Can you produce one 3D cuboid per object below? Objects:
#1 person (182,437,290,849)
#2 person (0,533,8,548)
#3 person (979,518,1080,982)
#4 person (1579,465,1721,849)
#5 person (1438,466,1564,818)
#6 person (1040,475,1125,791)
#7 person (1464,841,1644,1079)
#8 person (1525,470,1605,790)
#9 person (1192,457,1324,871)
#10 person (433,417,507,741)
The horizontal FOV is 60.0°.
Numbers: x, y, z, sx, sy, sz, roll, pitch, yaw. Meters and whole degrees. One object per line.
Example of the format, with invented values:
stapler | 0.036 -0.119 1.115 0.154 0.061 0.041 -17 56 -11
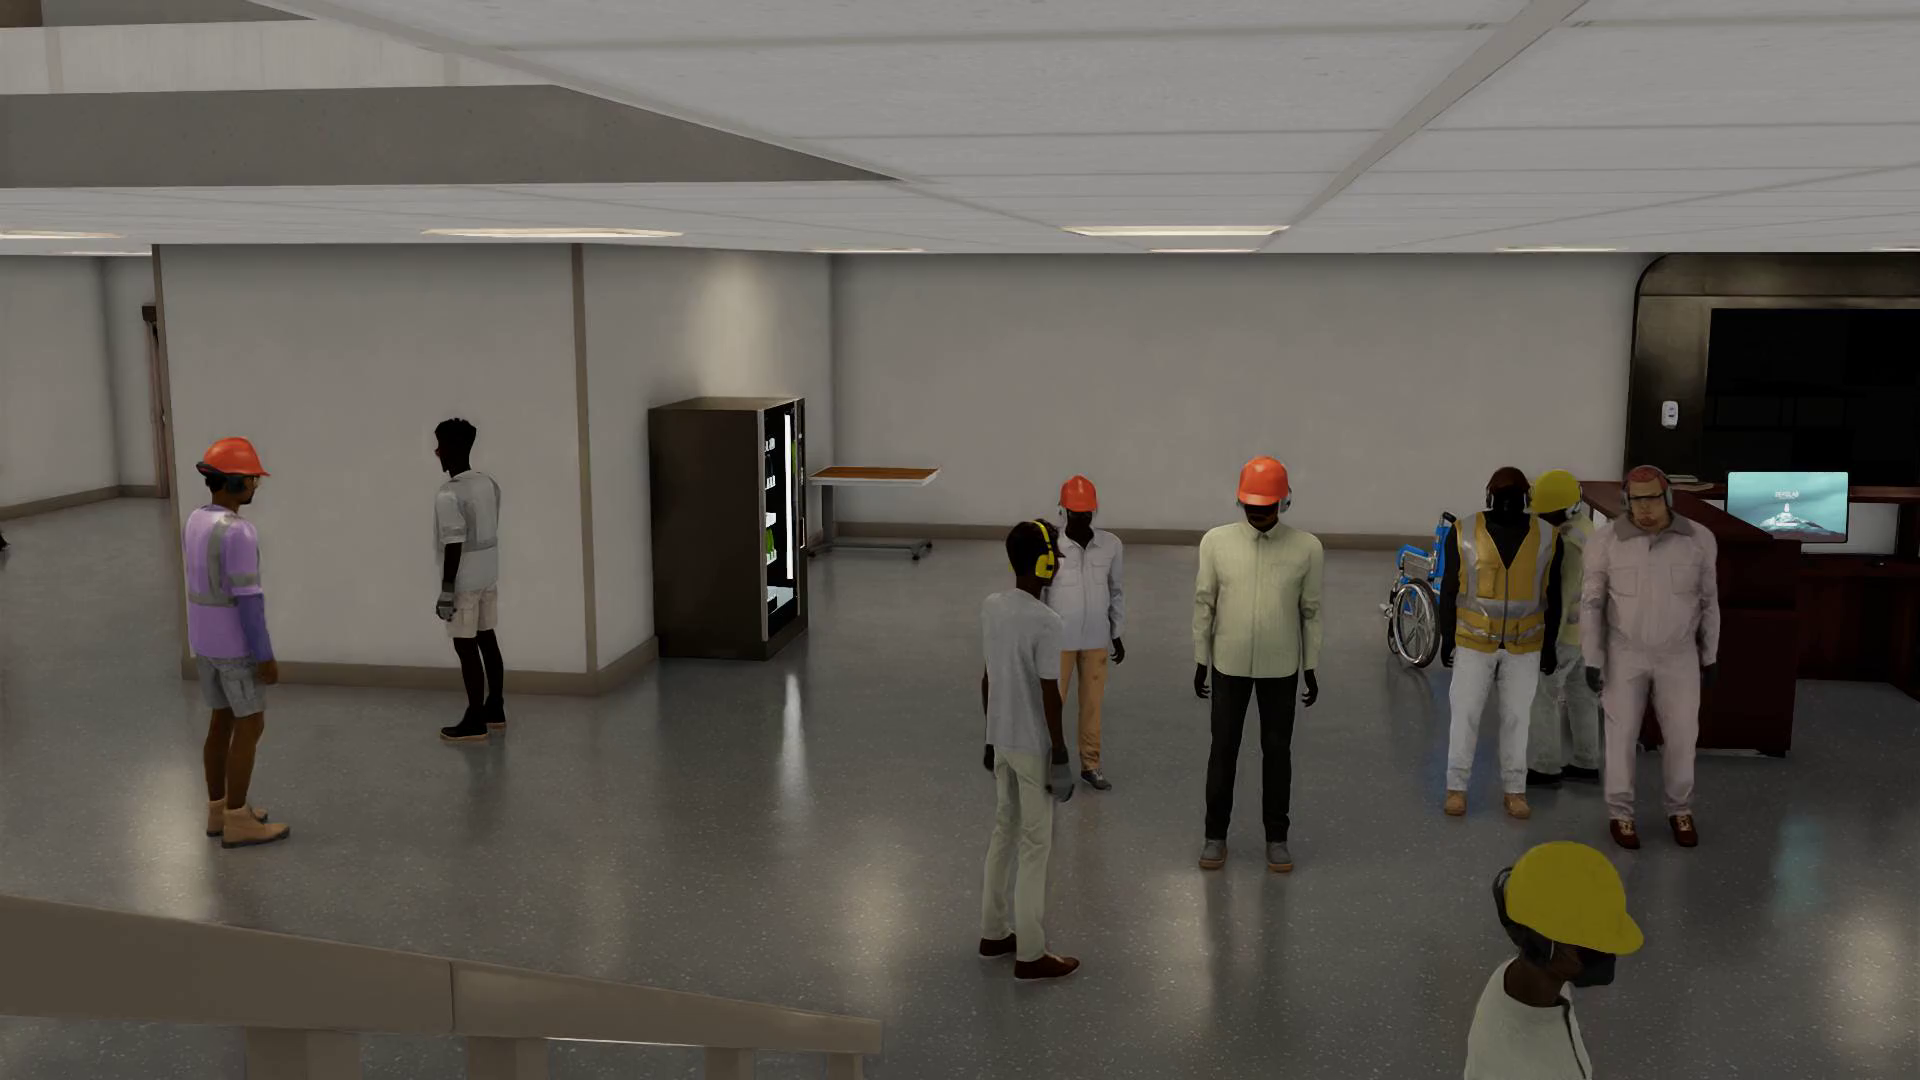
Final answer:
person | -3.604 0.501 8.286 0.620 2.031 0.430 9 13 44
person | -10.156 -0.801 16.865 1.018 1.861 0.614 2 9 13
person | 0.269 0.840 6.729 0.319 1.860 0.517 -6 11 -31
person | 3.414 0.575 8.247 0.664 1.892 0.456 3 10 17
person | 2.809 0.533 8.669 0.619 1.845 0.430 2 9 11
person | 0.639 0.515 9.046 0.575 1.749 0.336 -3 10 -17
person | 1.147 1.433 3.397 0.379 1.749 0.564 4 10 23
person | 3.299 0.492 9.082 0.432 1.791 0.637 6 11 31
person | 1.403 0.588 7.886 0.610 1.985 0.392 1 9 9
person | -2.998 0.237 10.107 0.362 1.963 0.614 2 9 11
